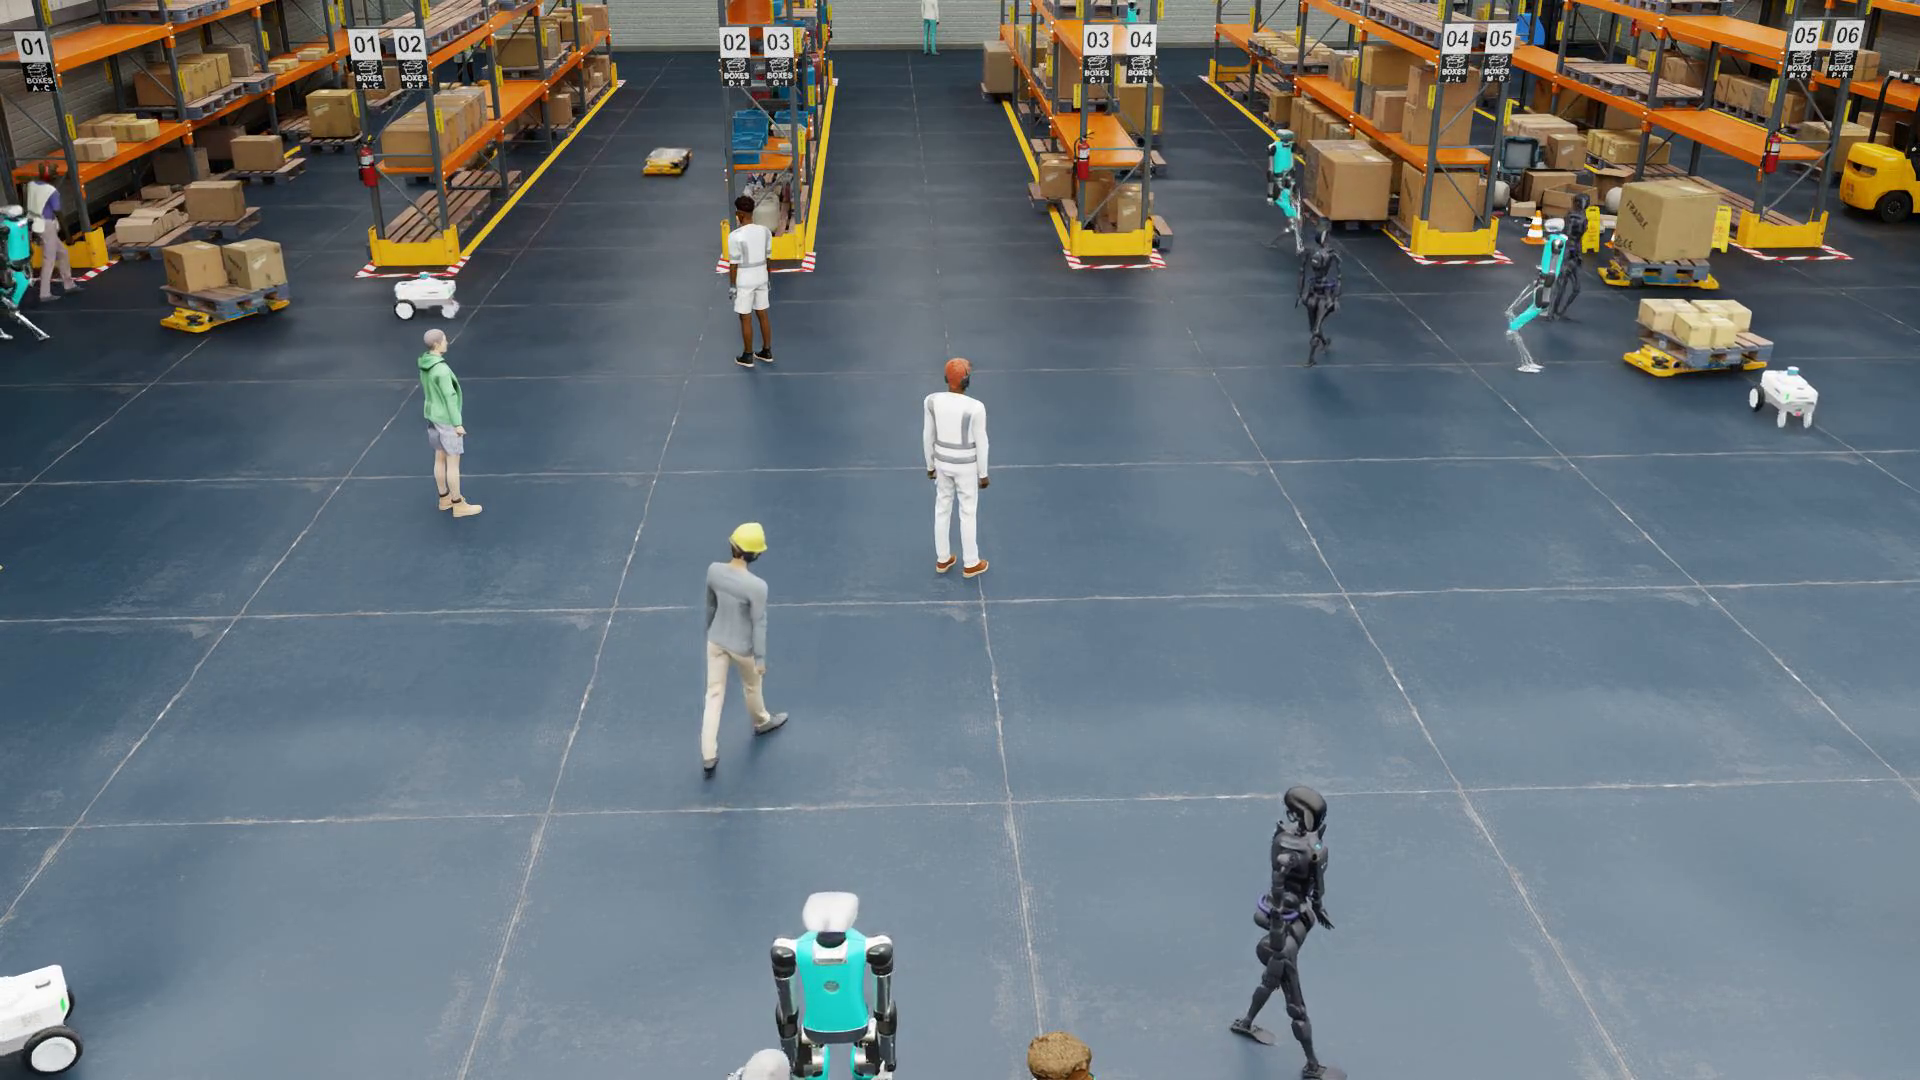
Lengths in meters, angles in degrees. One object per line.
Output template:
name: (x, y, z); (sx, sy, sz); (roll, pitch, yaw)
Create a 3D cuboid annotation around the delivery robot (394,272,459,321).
delivery robot: (-6.784, -3.084, 21.073); (0.816, 0.613, 0.499); (-2, 24, -4)

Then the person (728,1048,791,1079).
person: (-0.759, 2.769, 6.301); (0.555, 1.855, 0.490); (-4, 24, -9)

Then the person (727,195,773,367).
person: (-2.404, -2.970, 19.080); (0.377, 1.958, 0.596); (20, 31, 38)

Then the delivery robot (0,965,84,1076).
delivery robot: (-4.953, 2.485, 8.528); (0.785, 0.587, 0.499); (-14, 28, -29)

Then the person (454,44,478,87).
person: (-11.267, -11.107, 37.672); (0.530, 1.696, 0.322); (0, 24, 0)

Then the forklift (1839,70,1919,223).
forklift: (15.132, -6.143, 25.915); (2.313, 2.155, 1.214); (-1, 24, -2)

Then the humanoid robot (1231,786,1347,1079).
humanoid robot: (1.733, 1.949, 8.393); (0.708, 1.635, 0.590); (15, 28, 29)

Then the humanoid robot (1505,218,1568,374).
humanoid robot: (6.450, -2.761, 18.854); (0.638, 1.779, 0.531); (6, 25, 13)

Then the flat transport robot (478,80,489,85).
flat transport robot: (-10.455, -10.731, 38.586); (0.659, 0.231, 1.431); (10, 26, 22)

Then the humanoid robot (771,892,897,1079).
humanoid robot: (-0.546, 2.254, 7.580); (0.537, 1.782, 0.681); (0, 24, -1)

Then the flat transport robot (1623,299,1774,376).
flat transport robot: (8.508, -2.113, 19.220); (1.431, 0.231, 0.659); (-5, 25, -12)

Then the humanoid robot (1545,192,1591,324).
humanoid robot: (7.564, -3.497, 20.615); (0.347, 1.648, 0.615); (16, 29, 32)

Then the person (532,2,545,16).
person: (-10.322, -12.610, 40.853); (0.388, 1.859, 0.511); (20, 31, 37)

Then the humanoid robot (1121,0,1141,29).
humanoid robot: (4.114, -11.787, 39.176); (0.547, 1.748, 1.044); (-14, 28, -28)

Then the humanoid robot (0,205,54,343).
humanoid robot: (-11.372, -3.114, 19.708); (1.009, 1.729, 0.546); (4, 24, 9)

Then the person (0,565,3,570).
person: (-8.381, -0.558, 13.744); (0.380, 1.890, 0.563); (12, 27, 25)

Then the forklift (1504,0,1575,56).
forklift: (14.700, -13.805, 42.301); (1.873, 2.768, 1.129); (-1, 24, -2)

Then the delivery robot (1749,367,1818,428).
delivery robot: (8.739, -1.538, 17.572); (0.499, 0.591, 0.781); (1, 24, 3)

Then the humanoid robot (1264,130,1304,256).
humanoid robot: (4.786, -4.940, 23.857); (0.531, 1.785, 1.042); (-16, 29, -32)

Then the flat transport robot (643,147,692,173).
flat transport robot: (-5.211, -6.776, 29.699); (0.659, 0.231, 1.431); (0, 24, 0)

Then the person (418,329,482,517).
person: (-4.662, -1.057, 15.036); (0.348, 1.743, 0.472); (-21, 32, -39)

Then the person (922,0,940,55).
person: (-0.745, -13.321, 42.572); (0.523, 1.760, 0.324); (18, 30, 35)

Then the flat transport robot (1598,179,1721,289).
flat transport robot: (9.465, -3.601, 22.565); (1.431, 0.231, 0.659); (4, 24, 8)

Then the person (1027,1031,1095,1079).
person: (0.351, 2.681, 6.426); (0.383, 1.917, 0.487); (3, 24, 7)

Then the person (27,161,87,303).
person: (-11.774, -4.008, 21.601); (0.560, 1.790, 0.802); (18, 30, 35)

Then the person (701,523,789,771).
person: (-1.506, 0.684, 11.165); (0.594, 1.697, 0.877); (13, 27, 26)

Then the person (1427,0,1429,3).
person: (11.720, -12.988, 41.803); (0.452, 1.794, 0.610); (-7, 25, -15)

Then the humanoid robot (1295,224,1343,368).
humanoid robot: (4.193, -2.848, 19.182); (0.614, 1.628, 0.724); (21, 32, 39)

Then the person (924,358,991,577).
person: (-0.023, -0.600, 13.833); (0.572, 1.886, 0.359); (13, 27, 26)

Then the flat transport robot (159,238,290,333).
flat transport robot: (-9.291, -2.922, 21.039); (0.659, 0.231, 1.431); (13, 27, 27)
